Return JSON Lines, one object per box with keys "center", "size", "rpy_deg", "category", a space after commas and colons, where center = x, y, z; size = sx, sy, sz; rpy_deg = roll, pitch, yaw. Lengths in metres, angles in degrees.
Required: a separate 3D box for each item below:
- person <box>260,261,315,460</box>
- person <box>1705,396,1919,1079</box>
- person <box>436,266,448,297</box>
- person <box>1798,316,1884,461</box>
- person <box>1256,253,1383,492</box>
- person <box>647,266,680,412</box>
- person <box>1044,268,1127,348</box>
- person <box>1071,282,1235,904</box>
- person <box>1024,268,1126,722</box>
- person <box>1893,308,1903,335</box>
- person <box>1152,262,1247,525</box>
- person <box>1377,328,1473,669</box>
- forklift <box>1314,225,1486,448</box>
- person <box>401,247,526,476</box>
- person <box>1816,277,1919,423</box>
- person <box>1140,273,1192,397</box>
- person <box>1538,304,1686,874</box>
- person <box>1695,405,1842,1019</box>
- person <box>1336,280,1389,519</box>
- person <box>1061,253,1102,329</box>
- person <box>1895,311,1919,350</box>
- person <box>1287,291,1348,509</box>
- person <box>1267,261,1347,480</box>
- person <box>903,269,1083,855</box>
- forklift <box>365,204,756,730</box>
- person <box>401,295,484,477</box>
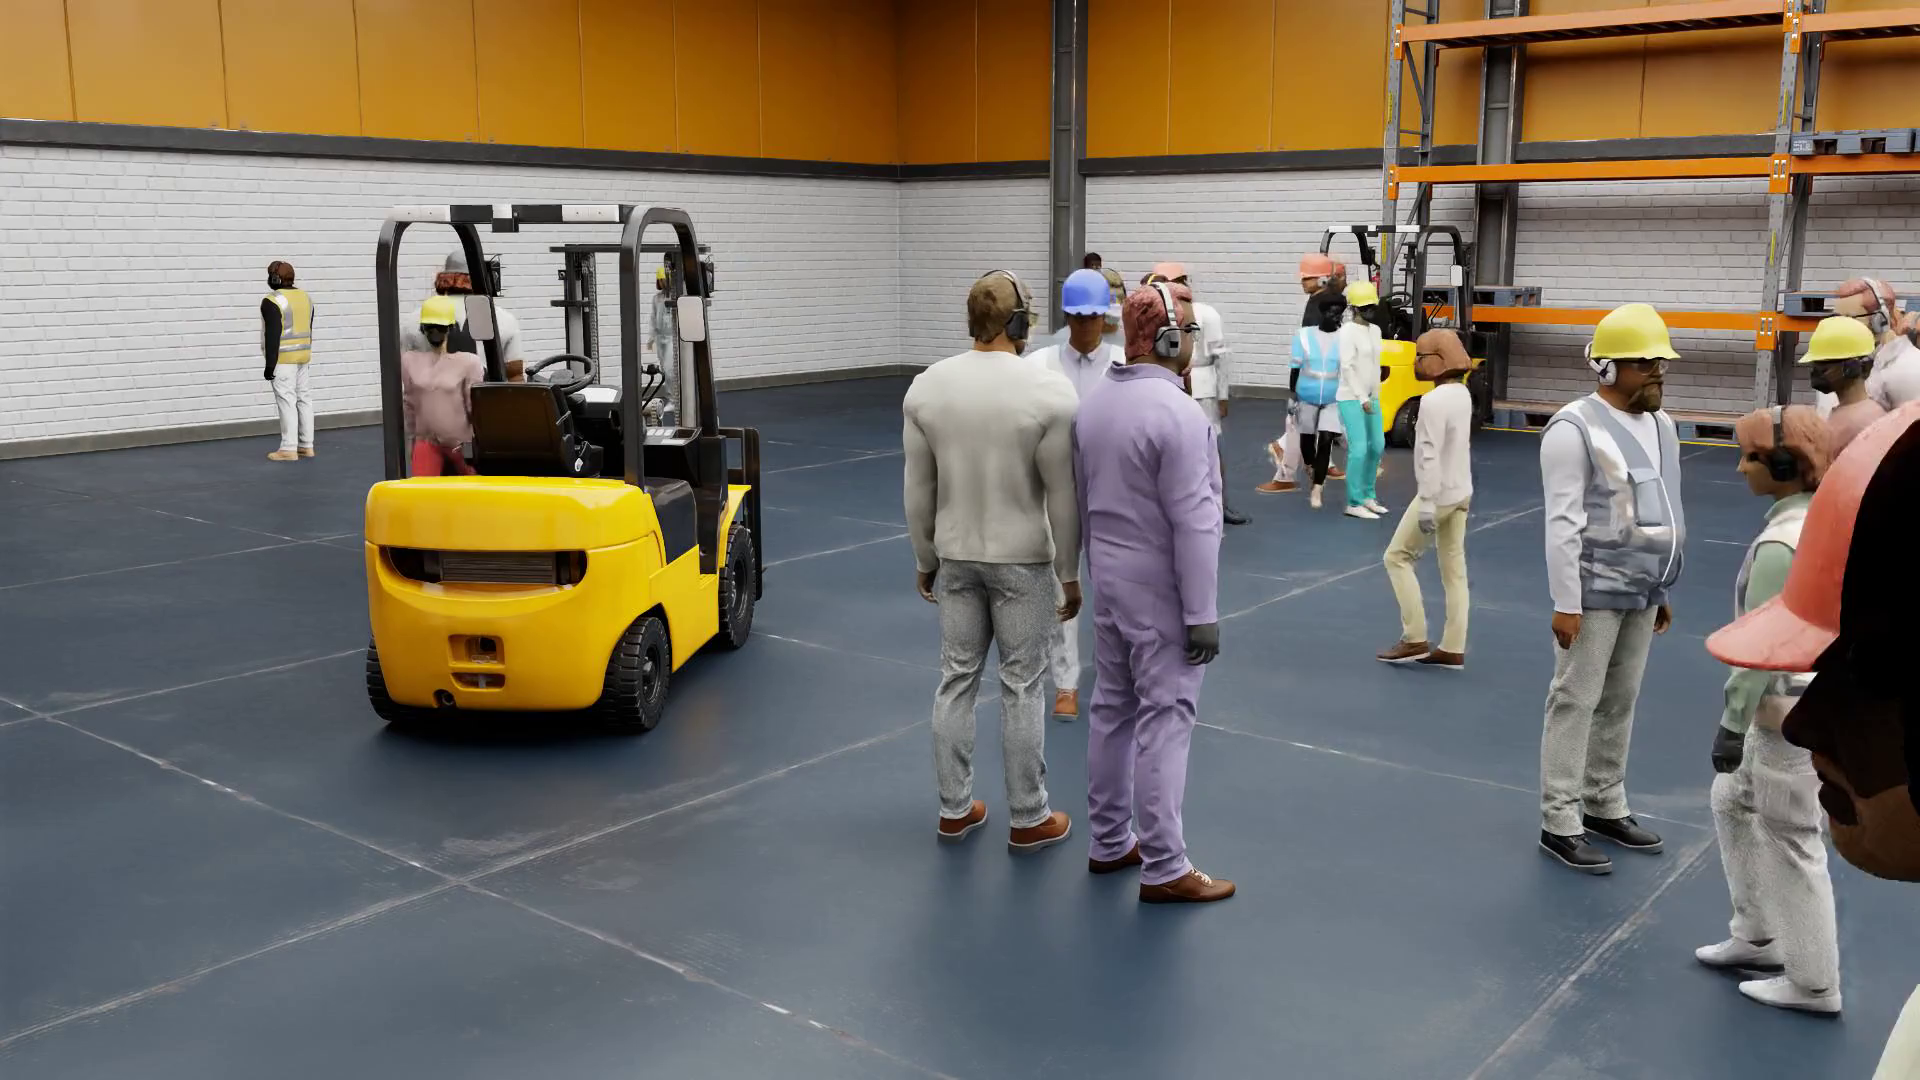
{"center": [-6.260, -1.662, 15.455], "size": [0.429, 1.846, 0.626], "rpy_deg": [2, 10, 12], "category": "person"}
{"center": [0.610, 0.870, 1.145], "size": [1.012, 1.942, 0.635], "rpy_deg": [4, 11, 20], "category": "person"}
{"center": [-3.103, -0.807, 10.633], "size": [0.852, 1.873, 0.648], "rpy_deg": [-3, 11, -14], "category": "person"}
{"center": [3.395, 0.027, 6.337], "size": [0.466, 1.749, 0.525], "rpy_deg": [4, 11, 20], "category": "person"}
{"center": [2.964, -1.339, 13.440], "size": [1.013, 1.946, 0.603], "rpy_deg": [1, 10, 5], "category": "person"}
{"center": [-3.481, -2.374, 19.717], "size": [0.488, 1.731, 0.375], "rpy_deg": [8, 13, 39], "category": "person"}
{"center": [0.680, -0.441, 8.534], "size": [0.635, 1.908, 0.965], "rpy_deg": [-4, 11, -19], "category": "person"}
{"center": [0.610, 0.164, 5.163], "size": [0.410, 1.909, 0.643], "rpy_deg": [-5, 11, -26], "category": "person"}
{"center": [0.544, -0.219, 7.254], "size": [0.615, 1.924, 0.730], "rpy_deg": [1, 10, 5], "category": "person"}
{"center": [5.580, -0.596, 10.130], "size": [0.502, 1.633, 0.280], "rpy_deg": [4, 11, 23], "category": "person"}
{"center": [1.711, -1.033, 11.902], "size": [0.774, 1.887, 0.356], "rpy_deg": [5, 11, 27], "category": "person"}
{"center": [2.208, -0.192, 7.912], "size": [0.521, 1.614, 0.533], "rpy_deg": [8, 13, 36], "category": "person"}
{"center": [4.449, -2.115, 16.993], "size": [1.214, 2.155, 2.313], "rpy_deg": [8, 13, 38], "category": "forklift"}
{"center": [-2.915, -0.747, 9.838], "size": [0.699, 2.000, 0.807], "rpy_deg": [-3, 11, -15], "category": "person"}
{"center": [3.577, -0.089, 6.629], "size": [0.407, 1.892, 0.676], "rpy_deg": [0, 10, 0], "category": "person"}
{"center": [1.404, -0.869, 11.145], "size": [0.528, 1.832, 0.920], "rpy_deg": [-9, 14, -42], "category": "person"}
{"center": [2.132, 0.153, 5.425], "size": [0.590, 1.833, 0.404], "rpy_deg": [-7, 13, -36], "category": "person"}
{"center": [2.111, 0.449, 4.352], "size": [0.548, 1.613, 0.532], "rpy_deg": [8, 13, 38], "category": "person"}
{"center": [2.977, -1.018, 12.174], "size": [0.558, 1.745, 0.416], "rpy_deg": [-10, 14, -43], "category": "person"}
{"center": [1.481, -2.165, 18.099], "size": [0.631, 1.886, 0.882], "rpy_deg": [-8, 13, -36], "category": "person"}
{"center": [5.352, -0.473, 9.439], "size": [0.306, 1.637, 0.522], "rpy_deg": [9, 13, 40], "category": "person"}
{"center": [2.805, -1.099, 12.843], "size": [0.551, 1.658, 0.726], "rpy_deg": [3, 11, 16], "category": "person"}
{"center": [3.025, -1.441, 14.178], "size": [0.595, 1.860, 0.624], "rpy_deg": [4, 11, 19], "category": "person"}
{"center": [0.121, 0.081, 5.536], "size": [0.635, 1.937, 0.359], "rpy_deg": [5, 11, 26], "category": "person"}
{"center": [-1.766, -0.406, 7.525], "size": [1.214, 2.155, 2.313], "rpy_deg": [1, 10, 7], "category": "forklift"}
{"center": [-3.030, -0.565, 9.730], "size": [0.529, 1.708, 0.935], "rpy_deg": [1, 10, 4], "category": "person"}
